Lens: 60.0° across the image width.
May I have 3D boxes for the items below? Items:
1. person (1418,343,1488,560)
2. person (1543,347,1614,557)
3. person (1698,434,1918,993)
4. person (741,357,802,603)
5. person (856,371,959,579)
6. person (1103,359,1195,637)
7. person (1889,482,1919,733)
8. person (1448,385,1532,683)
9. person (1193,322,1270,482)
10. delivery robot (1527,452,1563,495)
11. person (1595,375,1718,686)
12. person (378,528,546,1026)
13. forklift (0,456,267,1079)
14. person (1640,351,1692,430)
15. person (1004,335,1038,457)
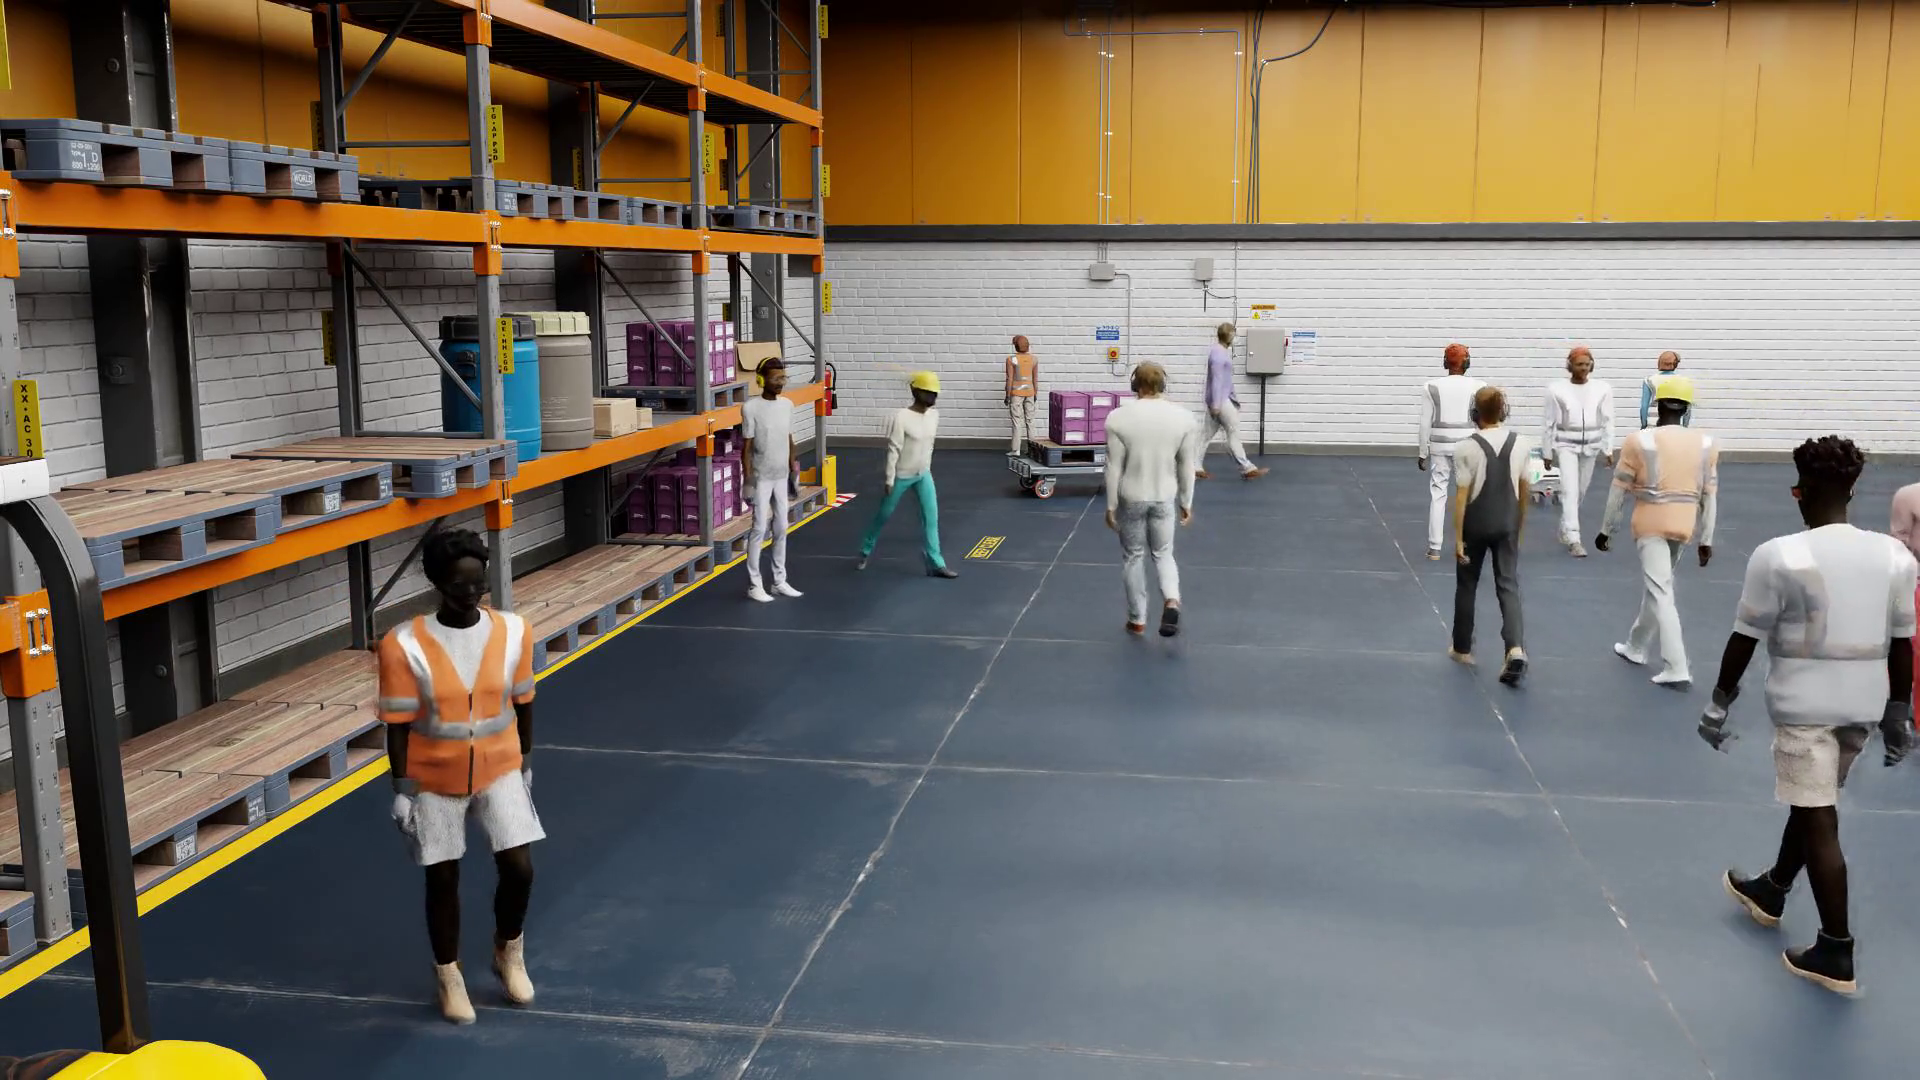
[{"bbox_3d":[4.262,-0.754,14.382,0.578,1.882,0.346,3,10,16],"label":"person"},{"bbox_3d":[5.515,-0.811,14.905,0.571,1.844,0.989,1,9,4],"label":"person"},{"bbox_3d":[3.040,0.578,6.057,0.617,1.915,0.956,-2,9,-14],"label":"person"},{"bbox_3d":[-1.435,-0.458,12.653,0.328,1.861,0.541,8,12,42],"label":"person"},{"bbox_3d":[-0.466,-0.551,13.702,0.560,1.701,0.965,-9,13,-42],"label":"person"},{"bbox_3d":[1.279,-0.256,11.219,0.631,1.921,0.656,-1,9,-8],"label":"person"},{"bbox_3d":[5.161,0.249,8.724,0.537,1.709,0.924,2,10,15],"label":"person"},{"bbox_3d":[3.291,-0.043,10.261,0.520,1.815,0.893,0,9,-1],"label":"person"},{"bbox_3d":[3.192,-1.632,19.768,0.994,1.886,0.651,1,9,7],"label":"person"},{"bbox_3d":[6.155,-0.699,17.838,0.477,0.478,0.707,-2,9,-11],"label":"delivery robot"},{"bbox_3d":[4.323,-0.072,10.223,0.598,1.874,0.976,-2,9,-10],"label":"person"},{"bbox_3d":[-1.643,0.790,5.497,0.534,1.684,0.395,-5,11,-29],"label":"person"},{"bbox_3d":[-2.328,0.975,2.765,2.313,2.155,1.214,1,9,9],"label":"forklift"},{"bbox_3d":[7.668,-1.234,18.101,0.514,1.637,0.315,5,10,26],"label":"person"},{"bbox_3d":[0.829,-1.937,22.438,0.522,1.637,0.305,-6,11,-32],"label":"person"}]
